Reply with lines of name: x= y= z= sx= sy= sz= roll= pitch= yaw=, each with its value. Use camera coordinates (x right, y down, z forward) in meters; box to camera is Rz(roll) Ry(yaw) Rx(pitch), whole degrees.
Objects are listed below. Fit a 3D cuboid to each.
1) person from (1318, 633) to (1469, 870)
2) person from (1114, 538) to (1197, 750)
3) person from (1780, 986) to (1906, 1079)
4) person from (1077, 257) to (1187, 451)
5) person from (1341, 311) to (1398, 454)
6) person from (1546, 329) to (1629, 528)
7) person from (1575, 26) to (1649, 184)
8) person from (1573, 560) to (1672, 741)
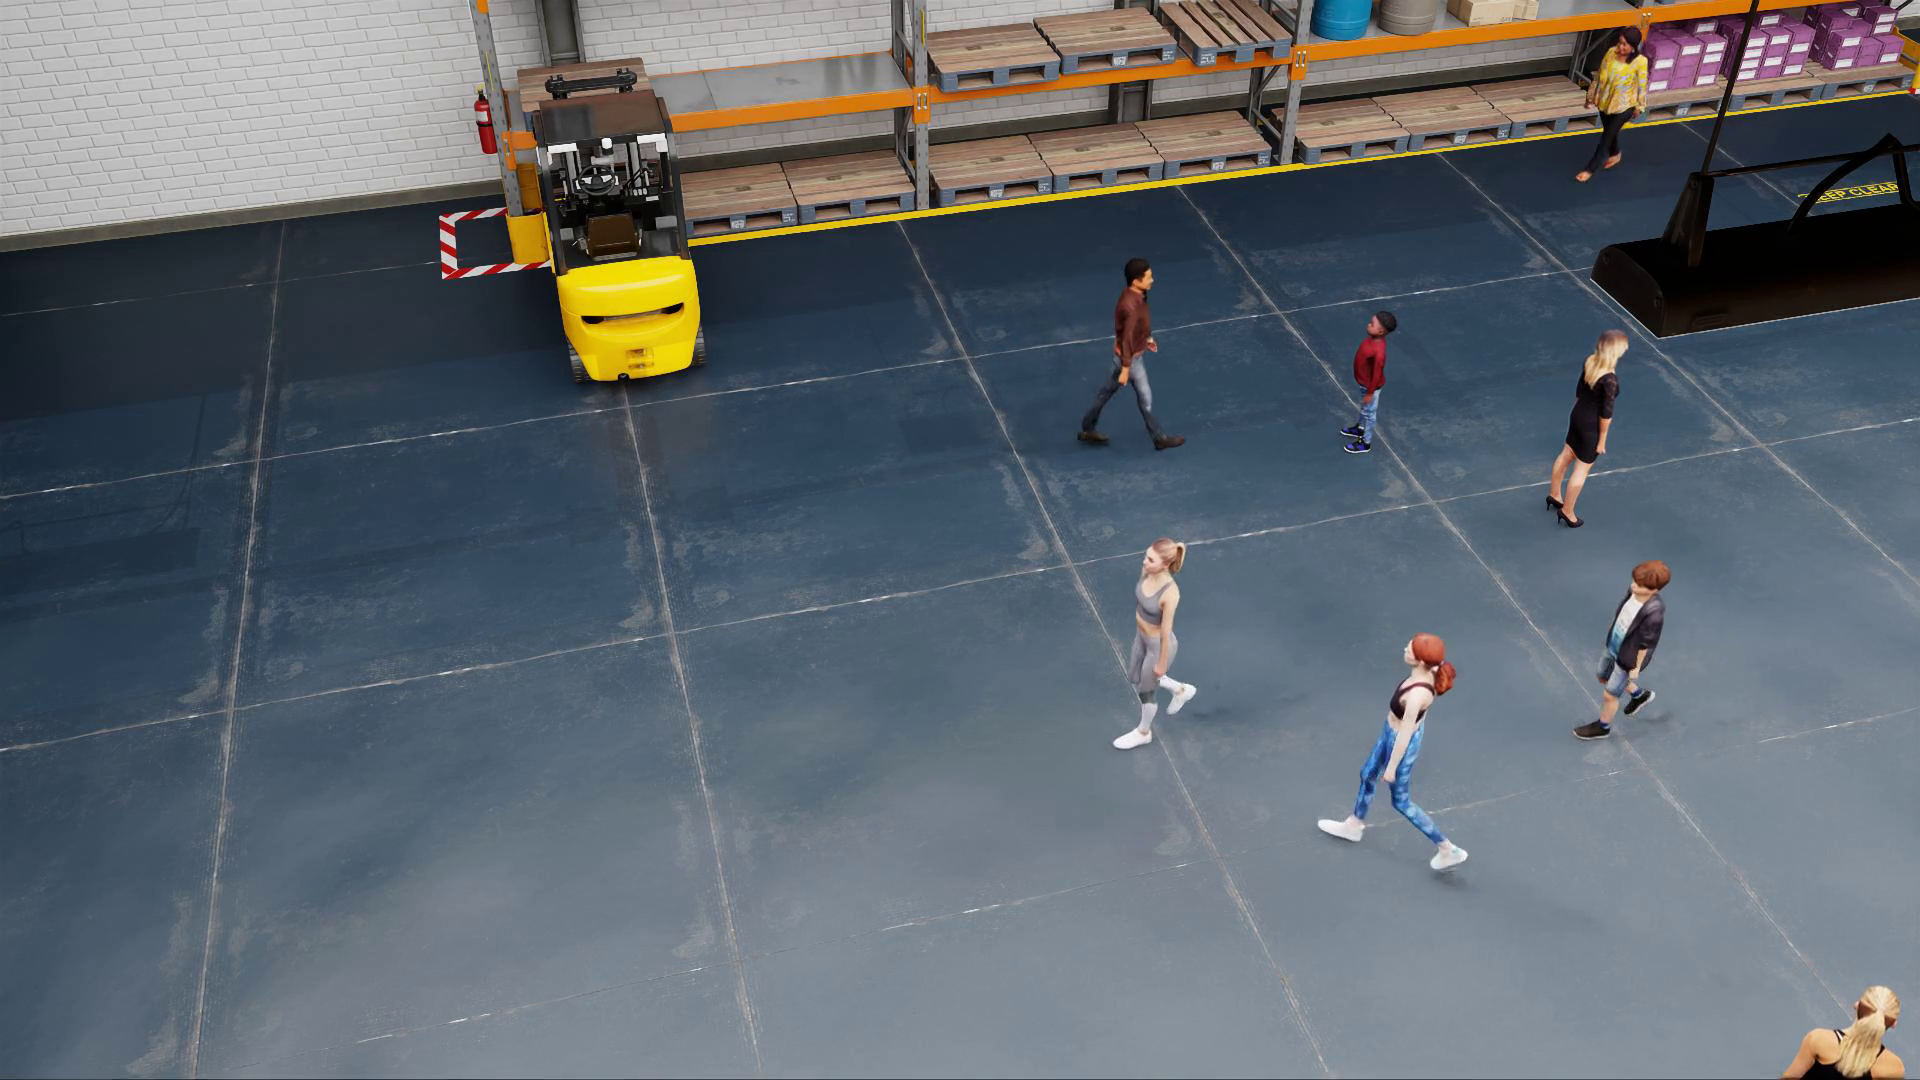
person: x=2.672 y=1.271 z=9.767 sx=1.155 sy=1.759 sz=1.049 roll=17 pitch=42 yaw=20
person: x=1.310 y=0.647 z=10.592 sx=0.864 sy=1.694 sz=0.620 roll=-14 pitch=41 yaw=-17
person: x=4.069 y=2.718 z=7.878 sx=0.671 sy=1.845 sz=0.752 roll=16 pitch=41 yaw=19
person: x=1.250 y=-1.450 z=13.187 sx=1.213 sy=1.732 sz=0.931 roll=4 pitch=39 yaw=4
person: x=3.308 y=-1.290 z=13.368 sx=0.584 sy=1.256 sz=0.568 roll=4 pitch=39 yaw=5
person: x=4.709 y=-0.853 z=12.485 sx=0.494 sy=1.675 sz=0.572 roll=-6 pitch=39 yaw=-7
person: x=6.785 y=-4.476 z=17.077 sx=1.196 sy=1.606 sz=0.954 roll=-24 pitch=44 yaw=-27
person: x=4.361 y=0.710 z=10.720 sx=0.796 sy=1.436 sz=0.603 roll=-4 pitch=39 yaw=-5
